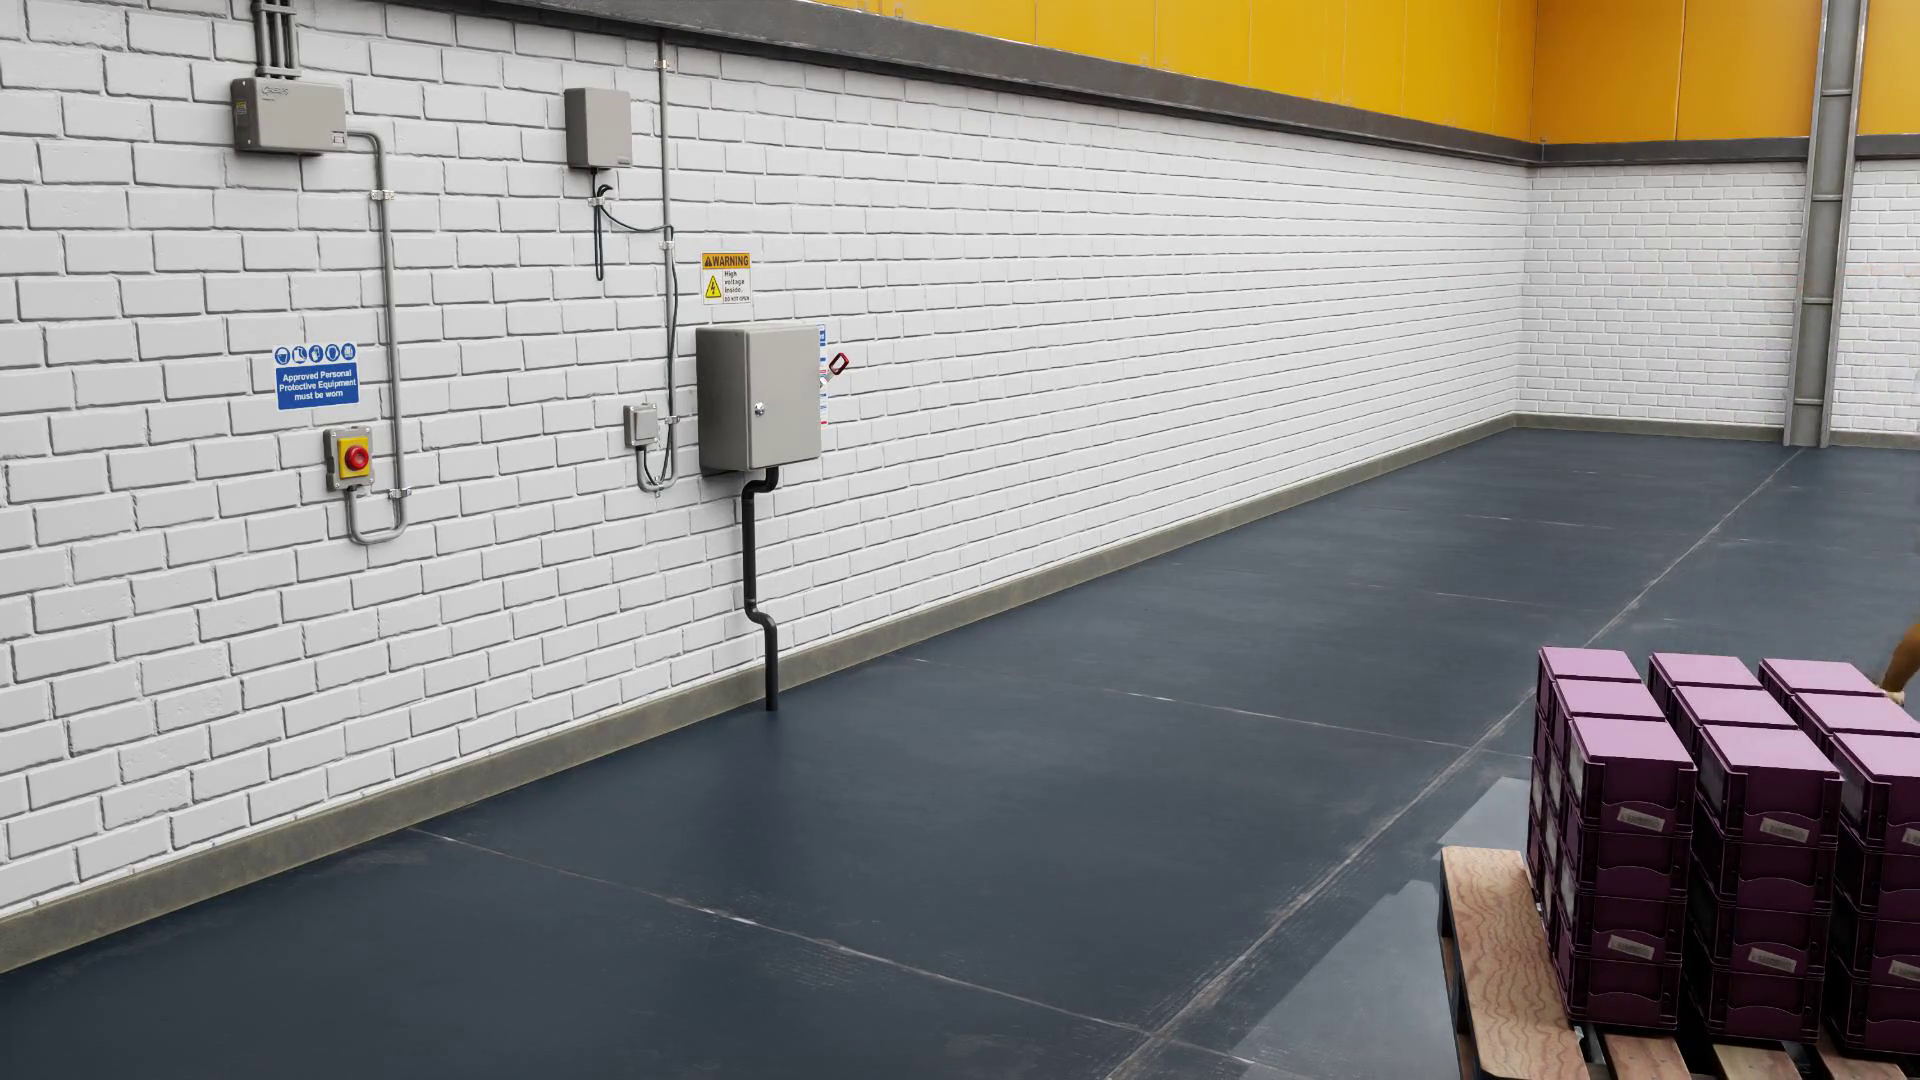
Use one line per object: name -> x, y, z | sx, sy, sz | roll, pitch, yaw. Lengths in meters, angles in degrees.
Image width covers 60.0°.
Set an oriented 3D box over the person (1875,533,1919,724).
person -> 4.286, -0.112, 6.855 | 1.070, 1.991, 0.610 | 2, 10, 8
